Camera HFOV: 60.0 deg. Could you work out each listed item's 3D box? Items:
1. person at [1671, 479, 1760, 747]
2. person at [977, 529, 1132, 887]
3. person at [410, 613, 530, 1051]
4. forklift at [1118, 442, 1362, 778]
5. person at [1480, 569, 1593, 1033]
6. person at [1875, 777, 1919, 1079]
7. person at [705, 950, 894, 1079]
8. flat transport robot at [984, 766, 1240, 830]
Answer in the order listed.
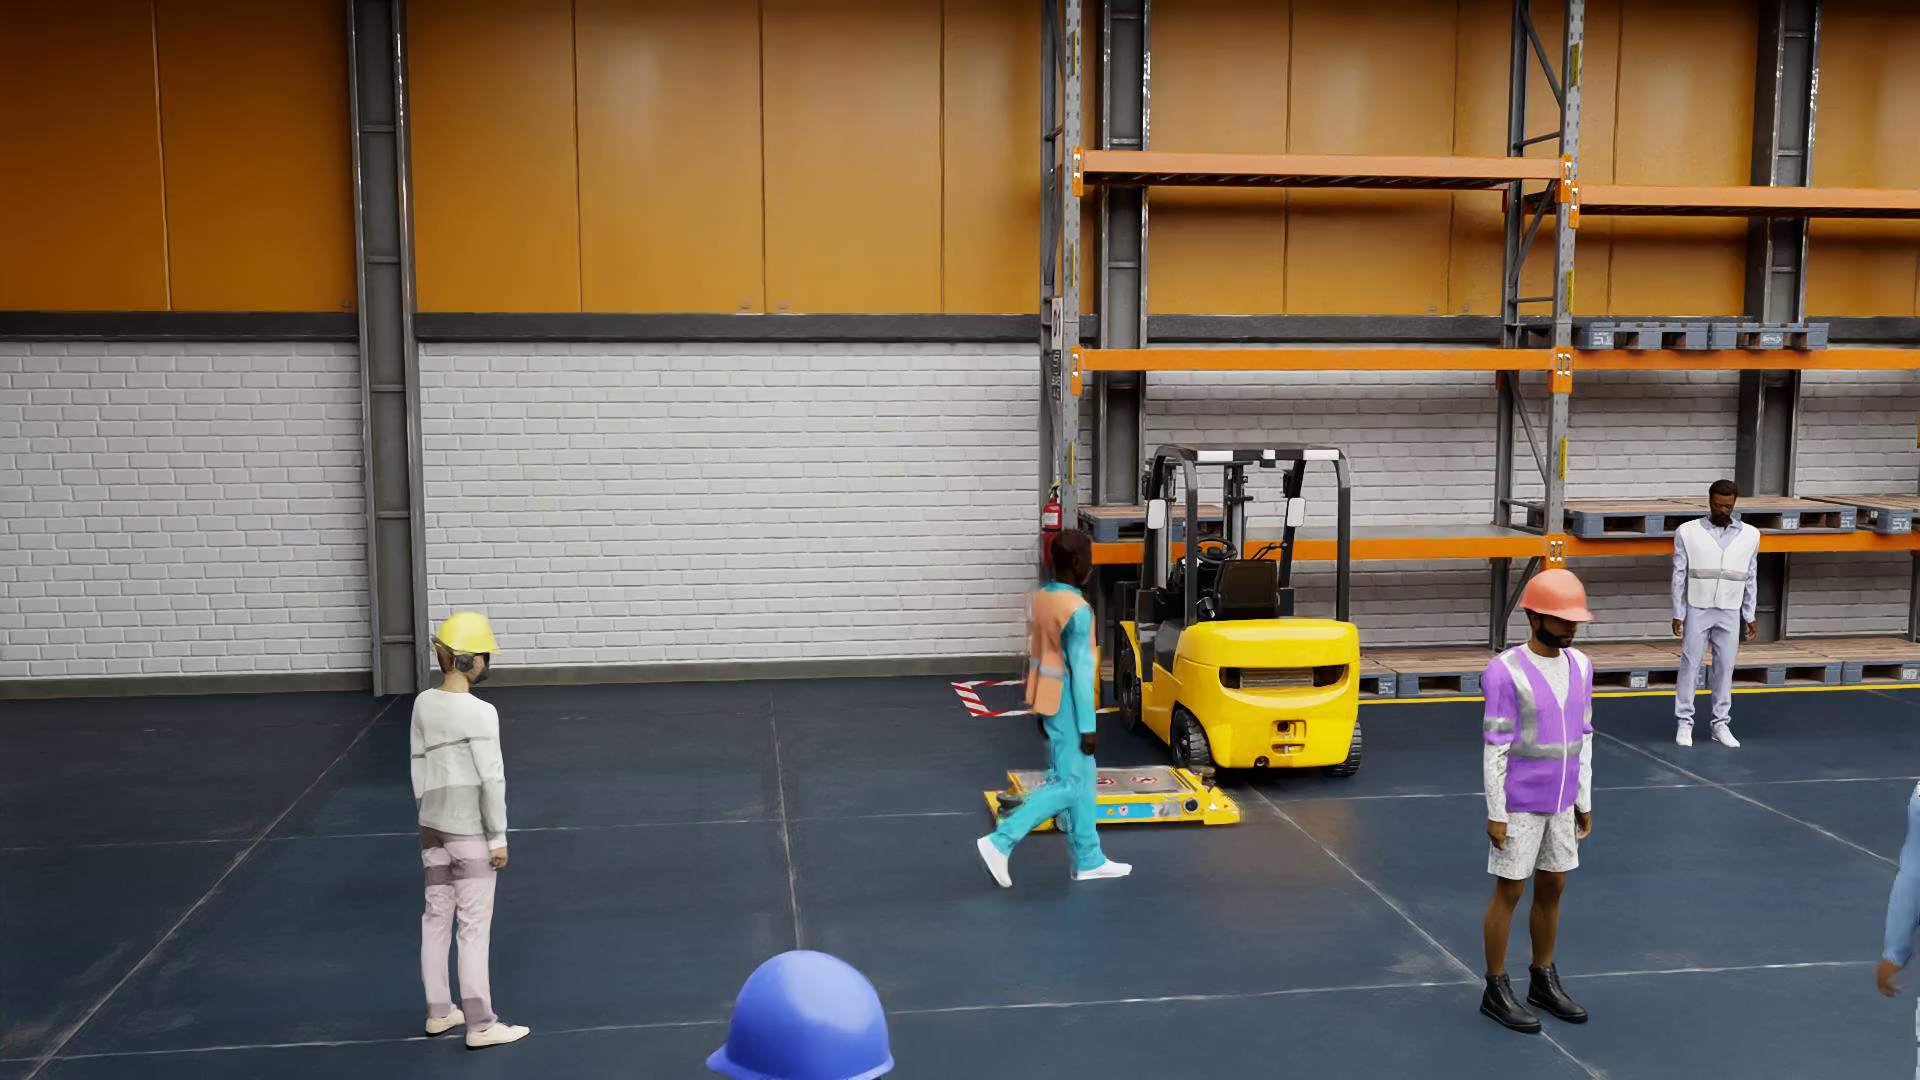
[{"bbox_3d":[5.372,0.516,11.862,0.587,1.913,0.390,1,7,7],"label":"person"},{"bbox_3d":[0.506,0.883,8.696,0.810,1.897,0.597,-2,7,-14],"label":"person"},{"bbox_3d":[-2.016,1.173,6.777,0.526,1.760,0.337,5,8,38],"label":"person"},{"bbox_3d":[1.912,0.418,11.496,1.214,2.155,2.313,-1,7,-8],"label":"forklift"},{"bbox_3d":[2.420,1.073,6.911,0.544,1.930,0.388,-3,7,-24],"label":"person"},{"bbox_3d":[3.304,1.328,5.288,0.681,1.780,0.791,3,7,28],"label":"person"},{"bbox_3d":[-0.190,1.573,2.503,0.426,1.938,0.624,3,7,27],"label":"person"},{"bbox_3d":[0.896,1.542,9.999,1.431,0.197,0.652,-1,7,-7],"label":"flat transport robot"}]
